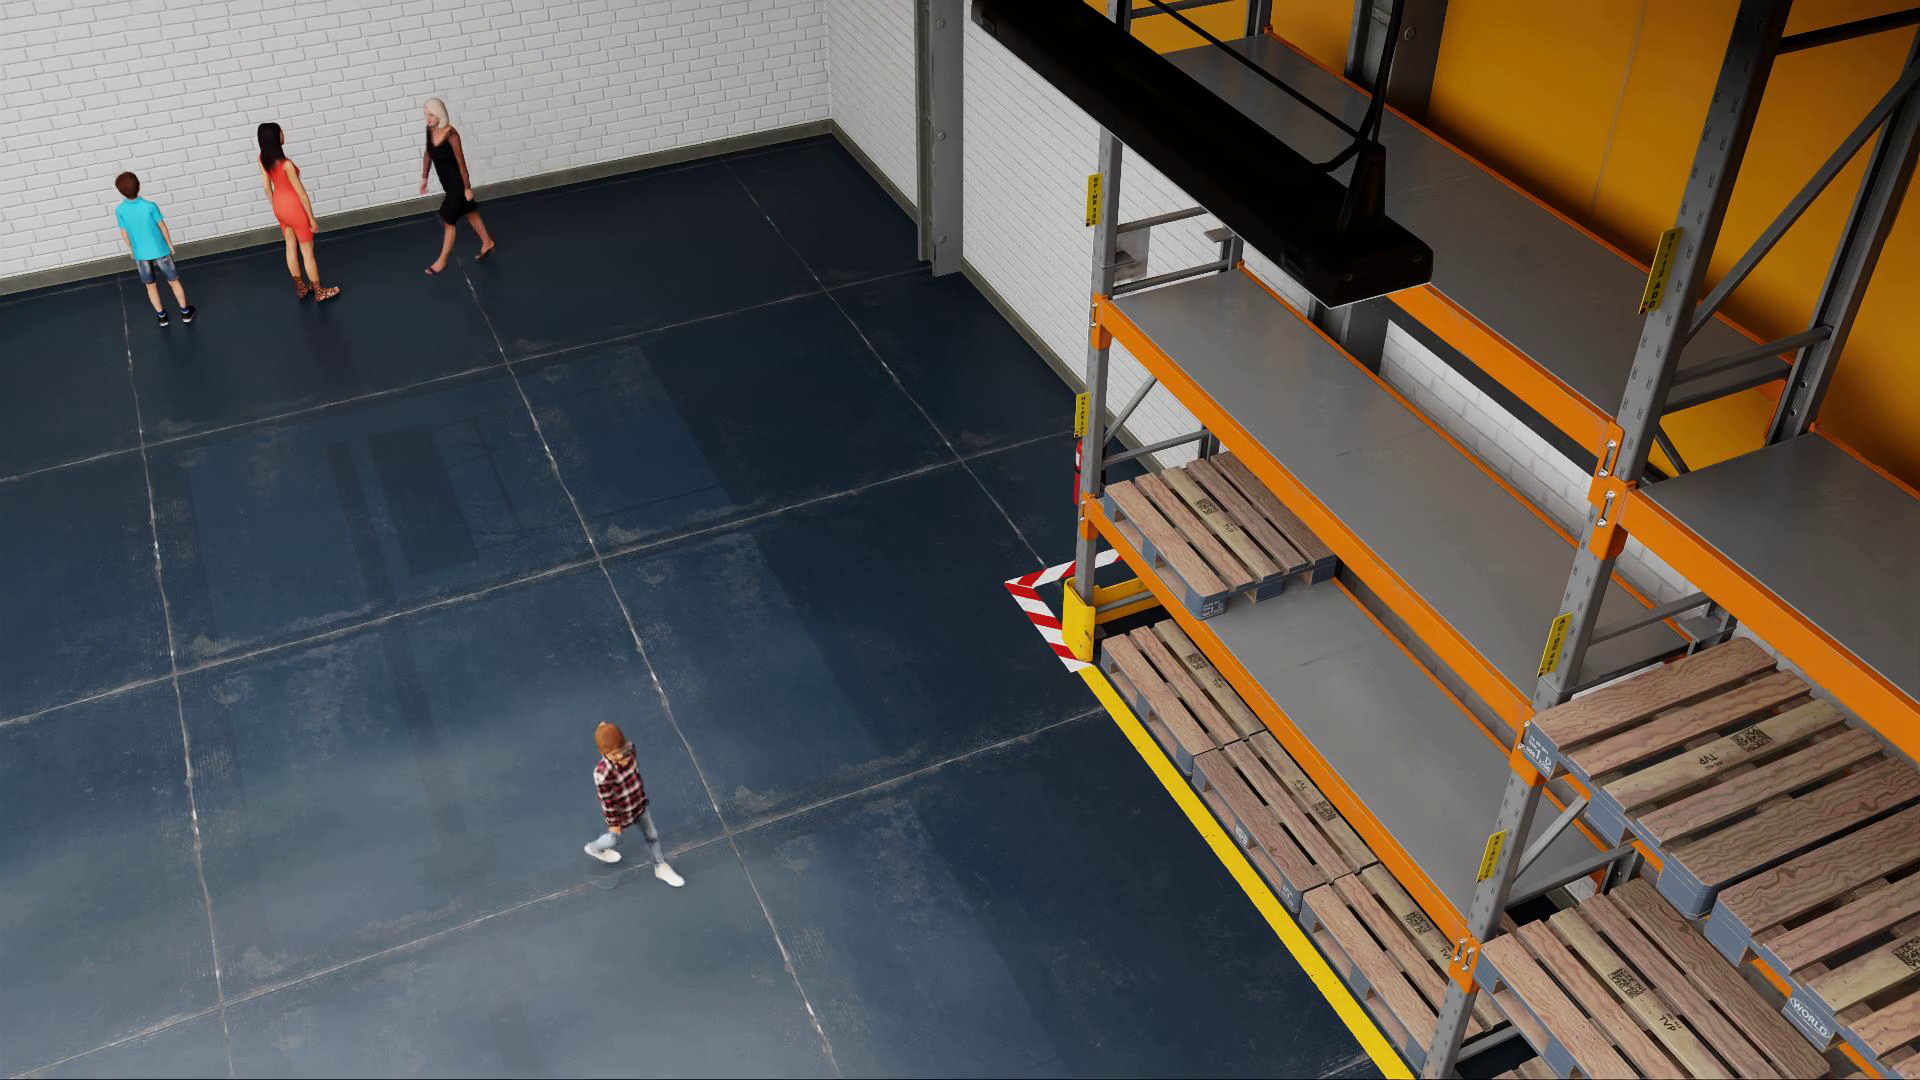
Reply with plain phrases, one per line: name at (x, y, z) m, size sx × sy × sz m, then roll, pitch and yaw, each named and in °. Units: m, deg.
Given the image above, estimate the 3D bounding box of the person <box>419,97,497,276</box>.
person at (-4.626, -3.333, 15.476) m, size 0.859 × 1.700 × 1.020 m, roll -28°, pitch 46°, yaw -30°

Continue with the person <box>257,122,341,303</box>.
person at (-6.021, -2.951, 14.983) m, size 0.642 × 1.719 × 0.722 m, roll 16°, pitch 41°, yaw 19°

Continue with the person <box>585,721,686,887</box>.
person at (-2.025, 1.532, 9.722) m, size 0.958 × 1.279 × 0.847 m, roll 16°, pitch 41°, yaw 19°

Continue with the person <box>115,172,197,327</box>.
person at (-7.177, -2.583, 14.737) m, size 0.546 × 1.450 × 0.517 m, roll -11°, pitch 40°, yaw -14°
